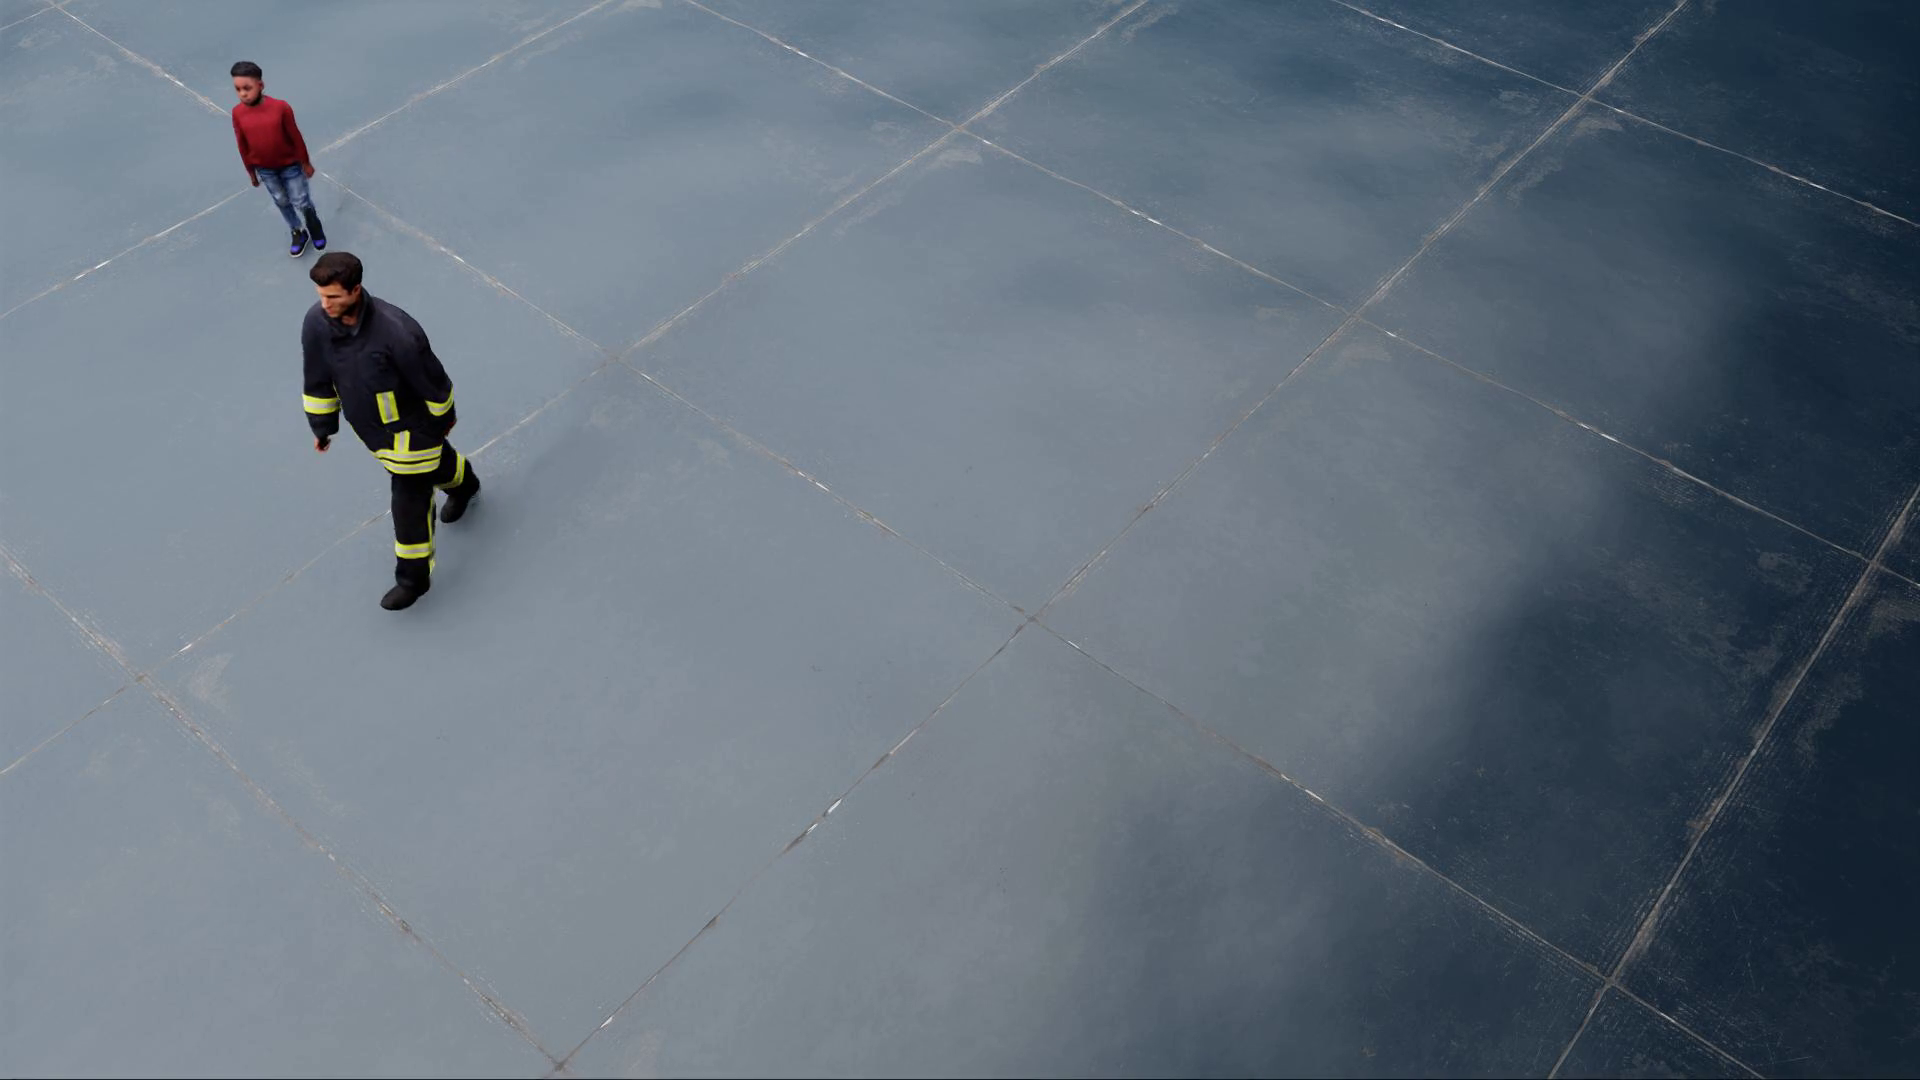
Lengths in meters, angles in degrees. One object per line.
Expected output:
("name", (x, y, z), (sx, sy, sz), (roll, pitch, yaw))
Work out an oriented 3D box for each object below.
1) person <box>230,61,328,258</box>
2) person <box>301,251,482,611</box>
("person", (-3.956, -2.241, 9.670), (0.586, 1.246, 0.646), (-4, 47, -4))
("person", (-2.597, -0.645, 7.761), (1.027, 1.882, 1.295), (16, 49, 14))
